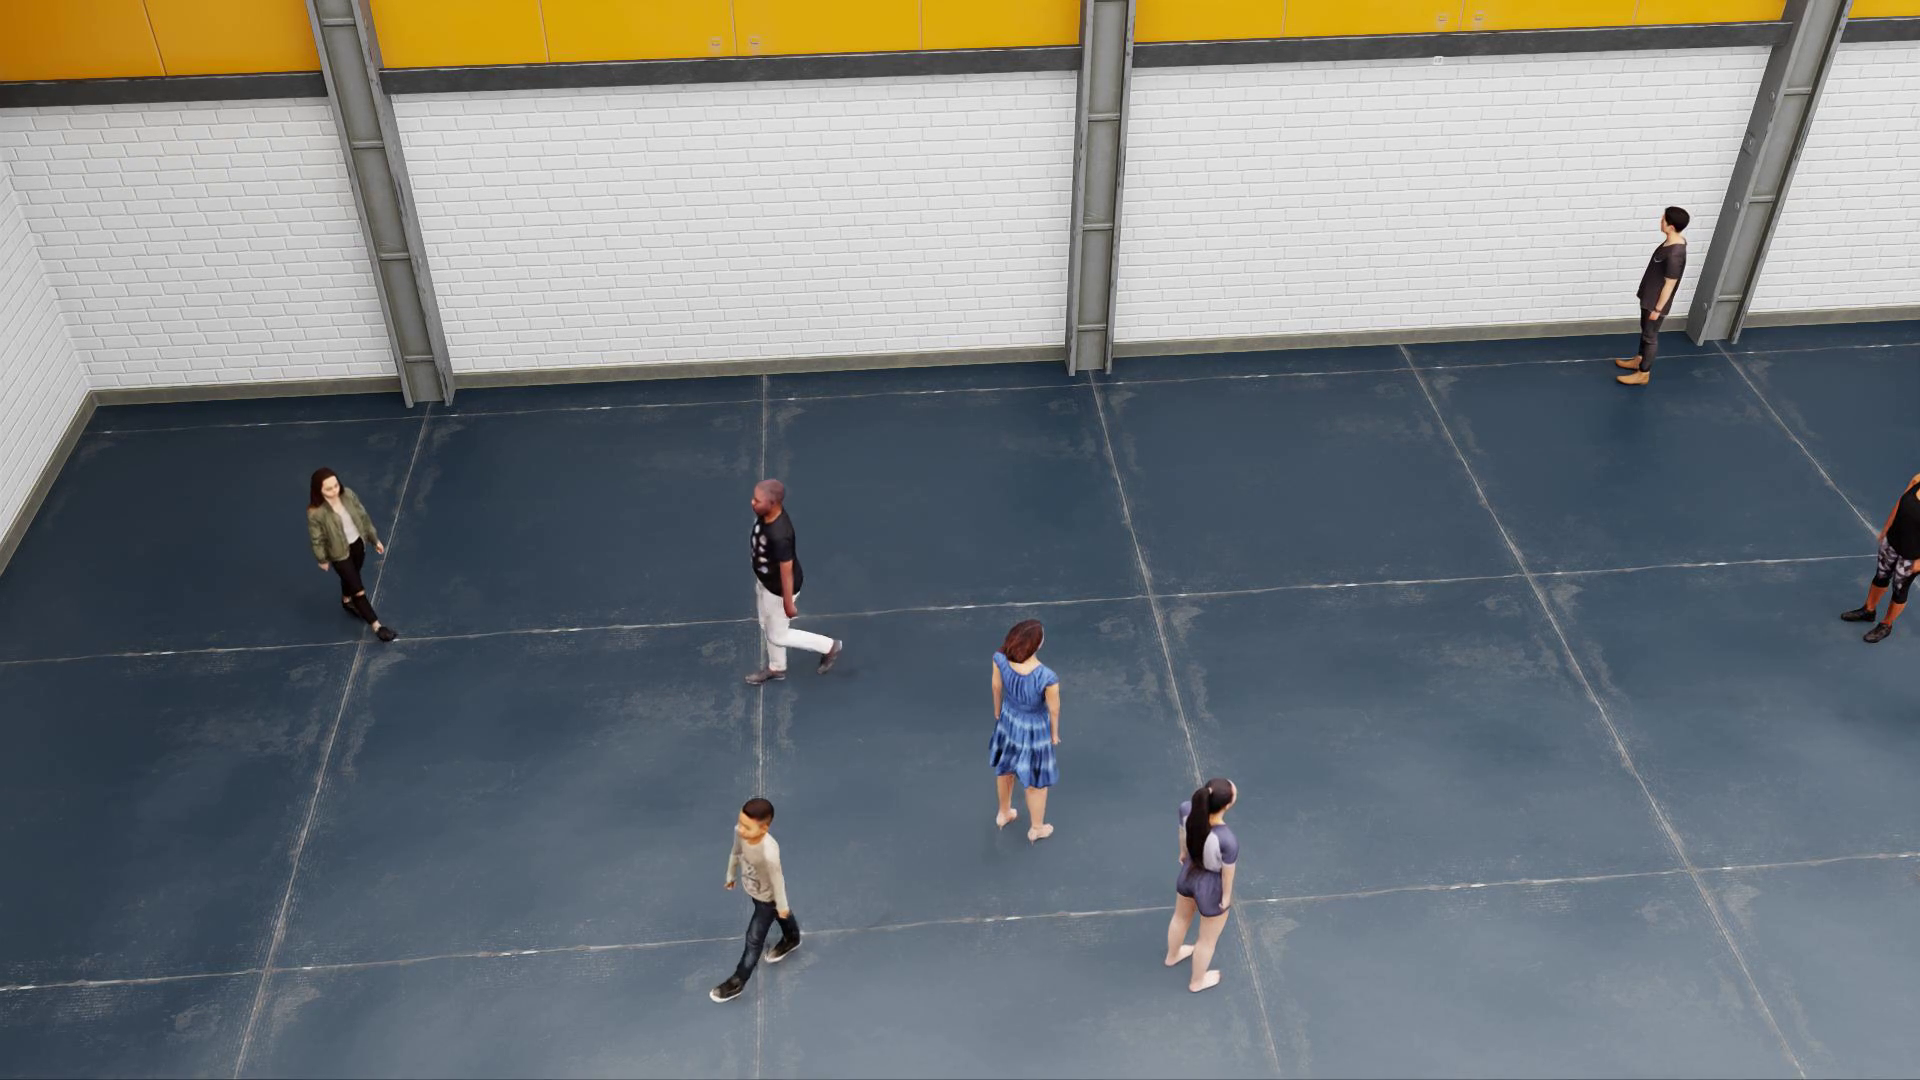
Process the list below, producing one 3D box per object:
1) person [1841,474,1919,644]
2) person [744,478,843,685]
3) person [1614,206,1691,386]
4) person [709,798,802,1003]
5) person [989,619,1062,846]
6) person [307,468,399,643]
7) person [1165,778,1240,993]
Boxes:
[{"bbox_3d":[6.900,0.022,12.082,0.552,1.659,0.609,-9,39,-11],"label":"person"},{"bbox_3d":[-1.195,0.301,11.627,1.006,1.789,0.777,-11,40,-13],"label":"person"},{"bbox_3d":[6.214,-2.177,14.792,0.673,1.713,0.692,11,40,13],"label":"person"},{"bbox_3d":[-1.090,2.013,9.764,1.016,1.439,0.869,-25,45,-28],"label":"person"},{"bbox_3d":[0.414,1.208,10.478,0.723,1.806,0.815,21,43,24],"label":"person"},{"bbox_3d":[-4.556,0.052,12.222,1.037,1.435,0.912,21,43,24],"label":"person"},{"bbox_3d":[1.404,1.989,9.628,0.671,1.647,0.665,-24,44,-27],"label":"person"}]
